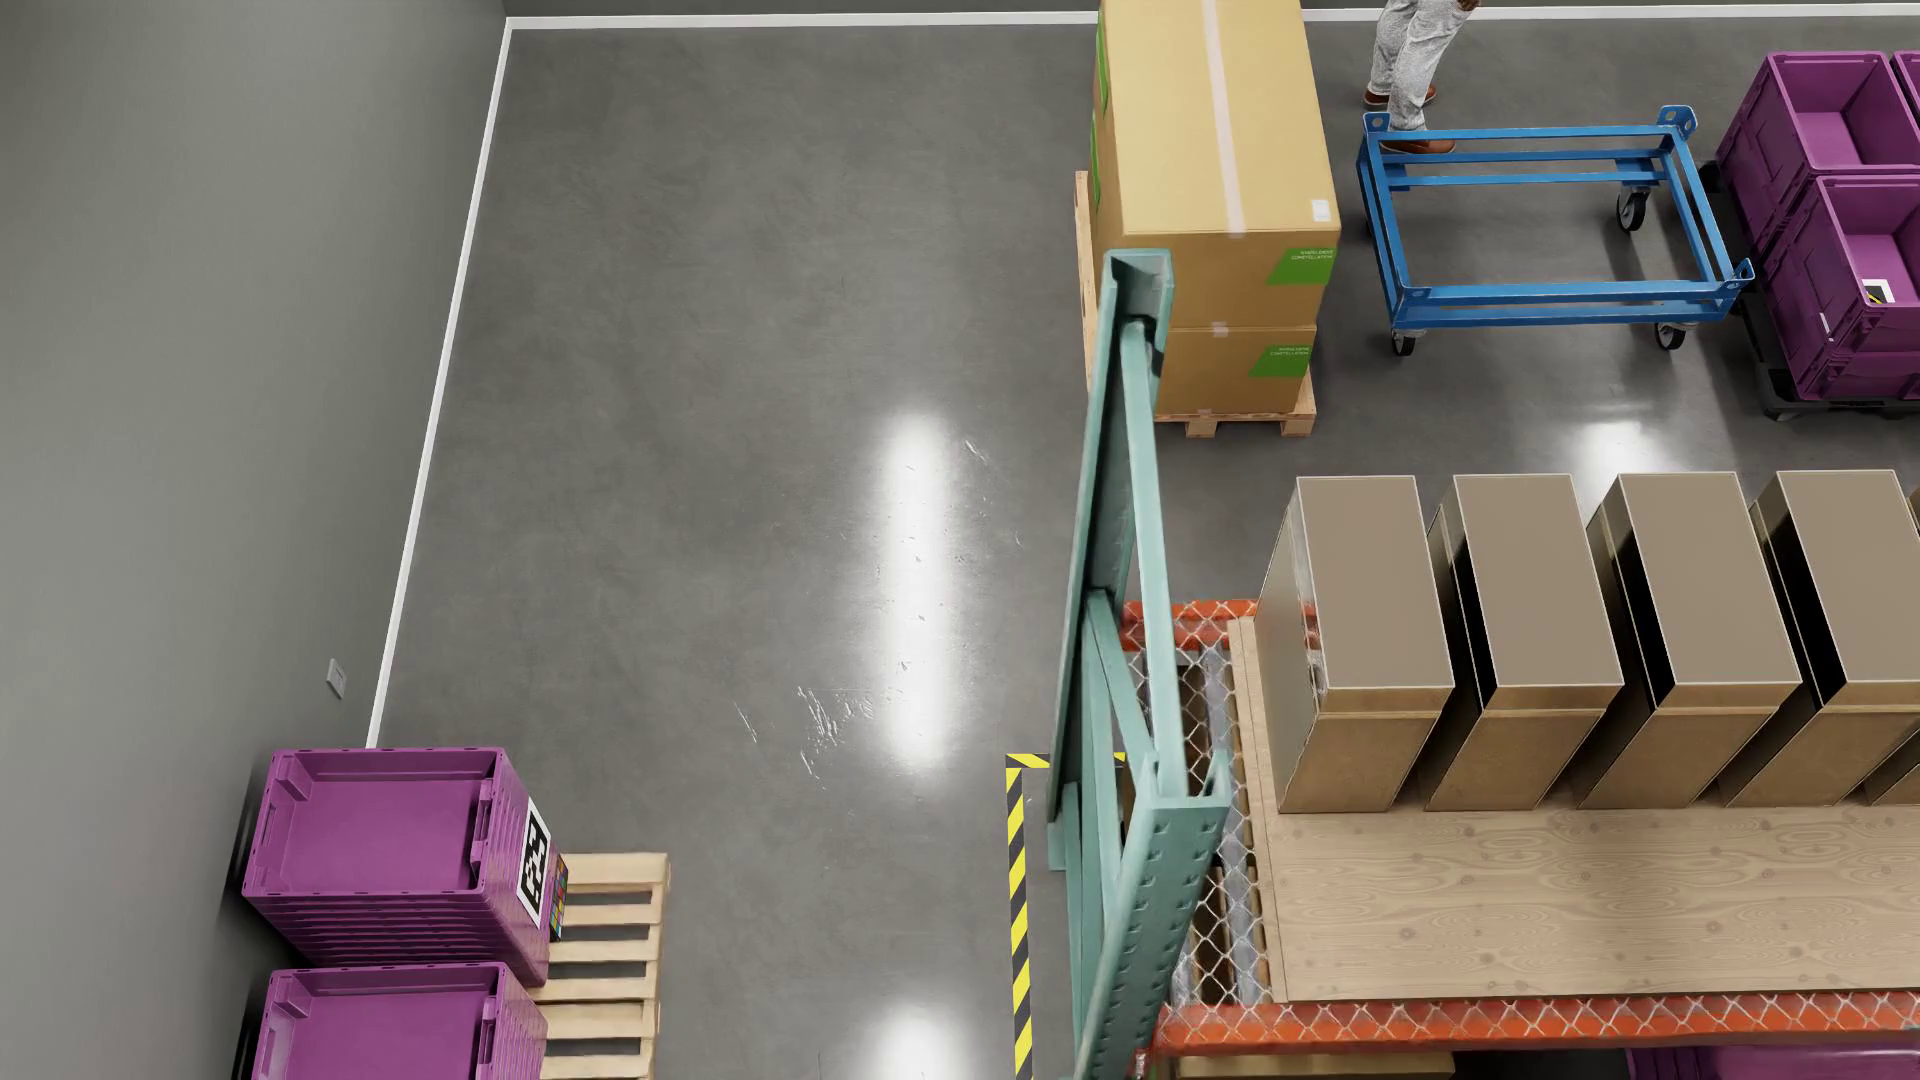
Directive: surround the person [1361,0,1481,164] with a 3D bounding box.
[{"bbox_3d":[1.819,-2.236,6.074,0.372,1.940,0.630,-3,58,-2],"label":"person"}]
